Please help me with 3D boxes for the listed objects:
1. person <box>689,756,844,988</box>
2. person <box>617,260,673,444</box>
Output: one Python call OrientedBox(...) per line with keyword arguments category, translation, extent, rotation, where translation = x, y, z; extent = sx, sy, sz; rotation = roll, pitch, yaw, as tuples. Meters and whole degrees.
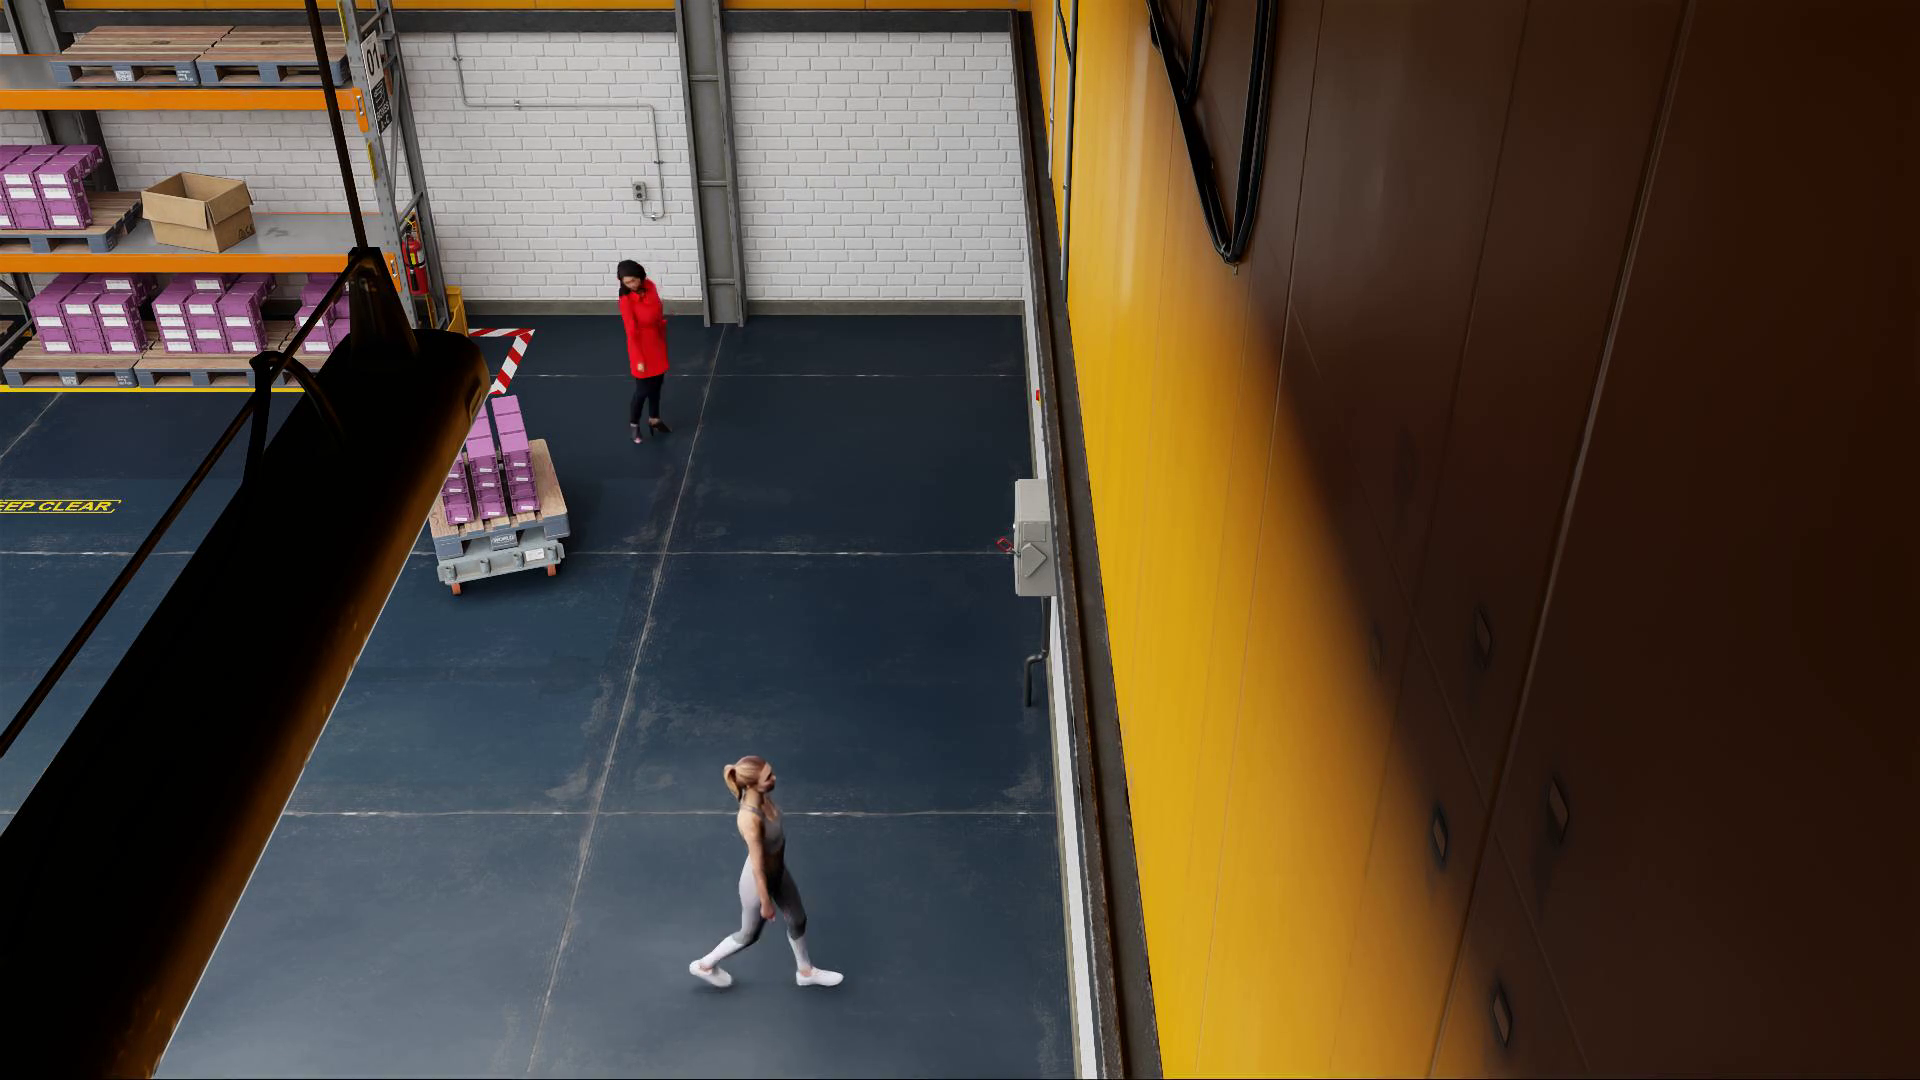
OrientedBox(category="person", translation=(-1.152, 1.866, 9.065), extent=(1.084, 1.673, 0.590), rotation=(2, 34, 2))
OrientedBox(category="person", translation=(-2.681, -1.658, 14.326), extent=(0.747, 1.719, 0.746), rotation=(4, 34, 6))
